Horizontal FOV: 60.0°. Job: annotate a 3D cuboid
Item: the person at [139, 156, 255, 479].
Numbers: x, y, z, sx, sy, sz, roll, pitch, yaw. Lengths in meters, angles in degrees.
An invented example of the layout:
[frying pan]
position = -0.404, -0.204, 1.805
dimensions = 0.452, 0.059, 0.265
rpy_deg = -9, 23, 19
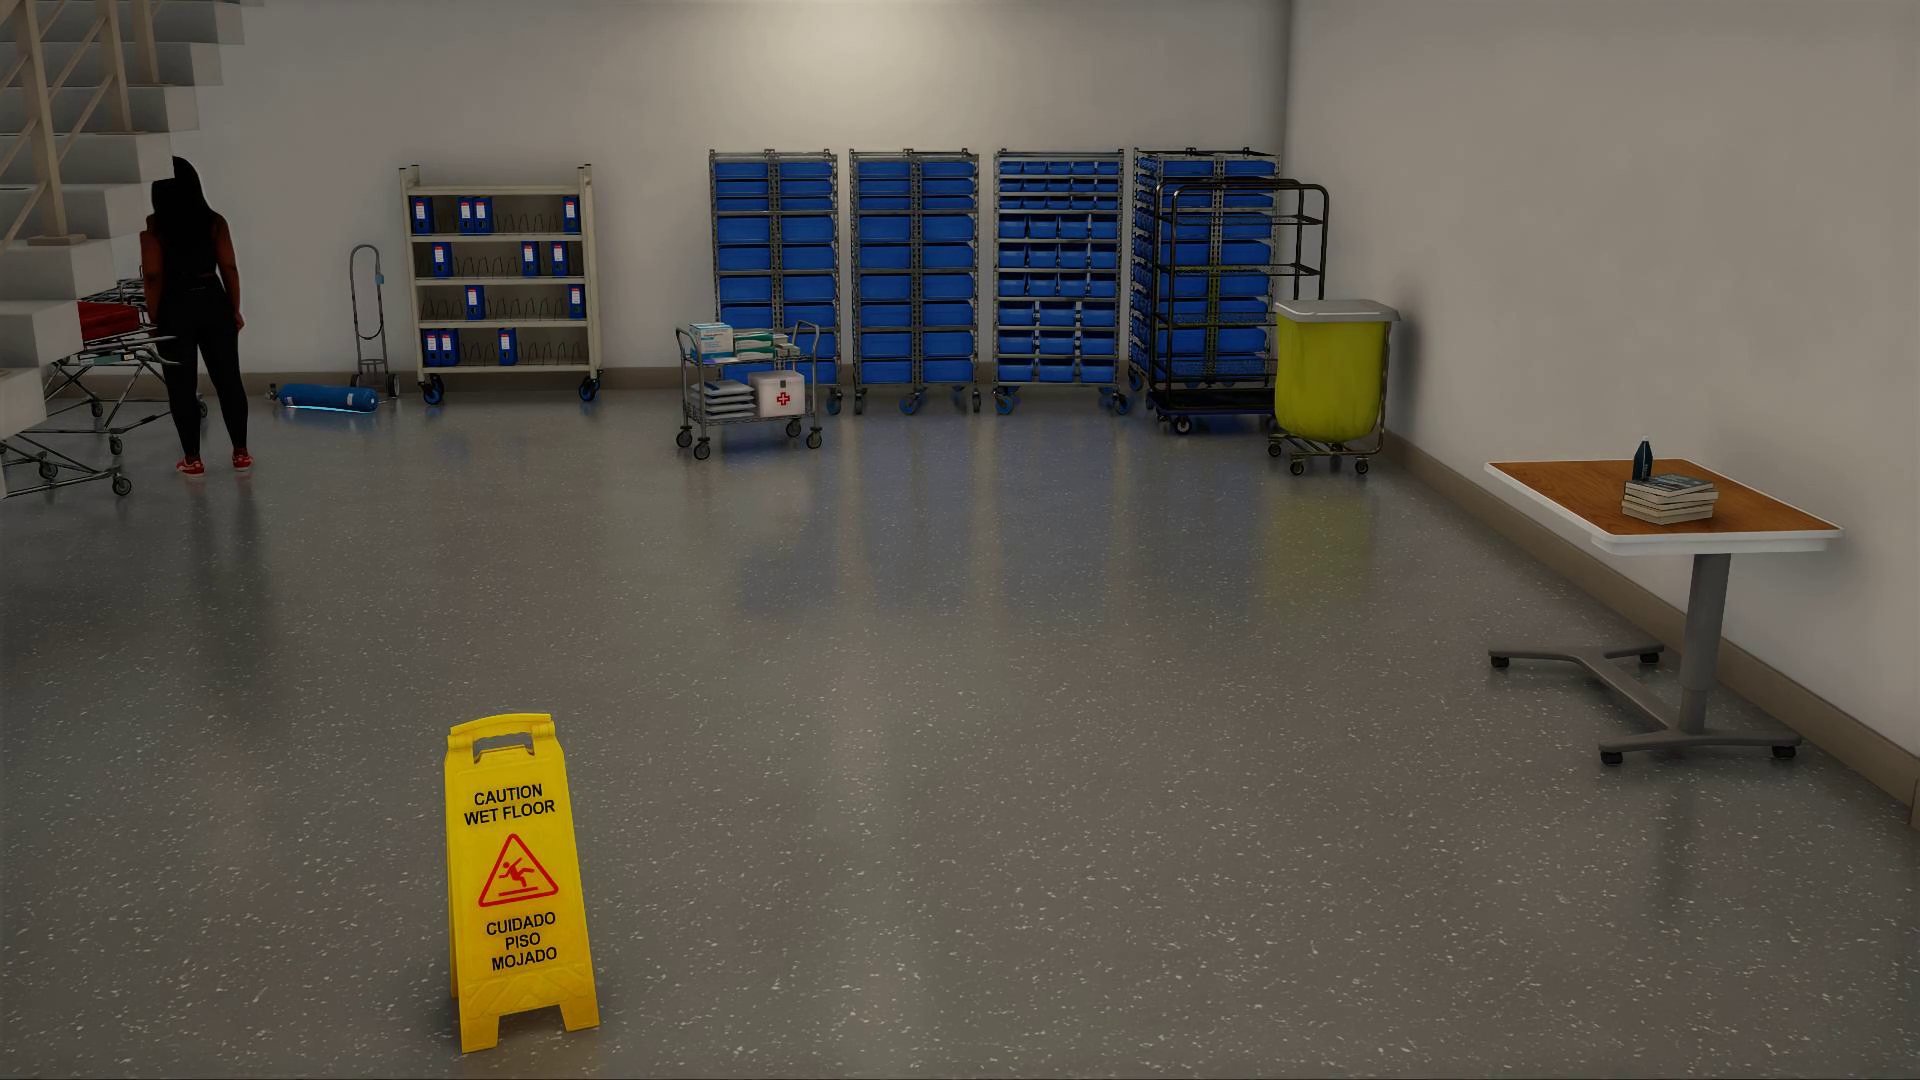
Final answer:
[person]
position = -4.399, -1.279, 9.545
dimensions = 0.778, 1.815, 0.791
rpy_deg = -11, 19, -34
